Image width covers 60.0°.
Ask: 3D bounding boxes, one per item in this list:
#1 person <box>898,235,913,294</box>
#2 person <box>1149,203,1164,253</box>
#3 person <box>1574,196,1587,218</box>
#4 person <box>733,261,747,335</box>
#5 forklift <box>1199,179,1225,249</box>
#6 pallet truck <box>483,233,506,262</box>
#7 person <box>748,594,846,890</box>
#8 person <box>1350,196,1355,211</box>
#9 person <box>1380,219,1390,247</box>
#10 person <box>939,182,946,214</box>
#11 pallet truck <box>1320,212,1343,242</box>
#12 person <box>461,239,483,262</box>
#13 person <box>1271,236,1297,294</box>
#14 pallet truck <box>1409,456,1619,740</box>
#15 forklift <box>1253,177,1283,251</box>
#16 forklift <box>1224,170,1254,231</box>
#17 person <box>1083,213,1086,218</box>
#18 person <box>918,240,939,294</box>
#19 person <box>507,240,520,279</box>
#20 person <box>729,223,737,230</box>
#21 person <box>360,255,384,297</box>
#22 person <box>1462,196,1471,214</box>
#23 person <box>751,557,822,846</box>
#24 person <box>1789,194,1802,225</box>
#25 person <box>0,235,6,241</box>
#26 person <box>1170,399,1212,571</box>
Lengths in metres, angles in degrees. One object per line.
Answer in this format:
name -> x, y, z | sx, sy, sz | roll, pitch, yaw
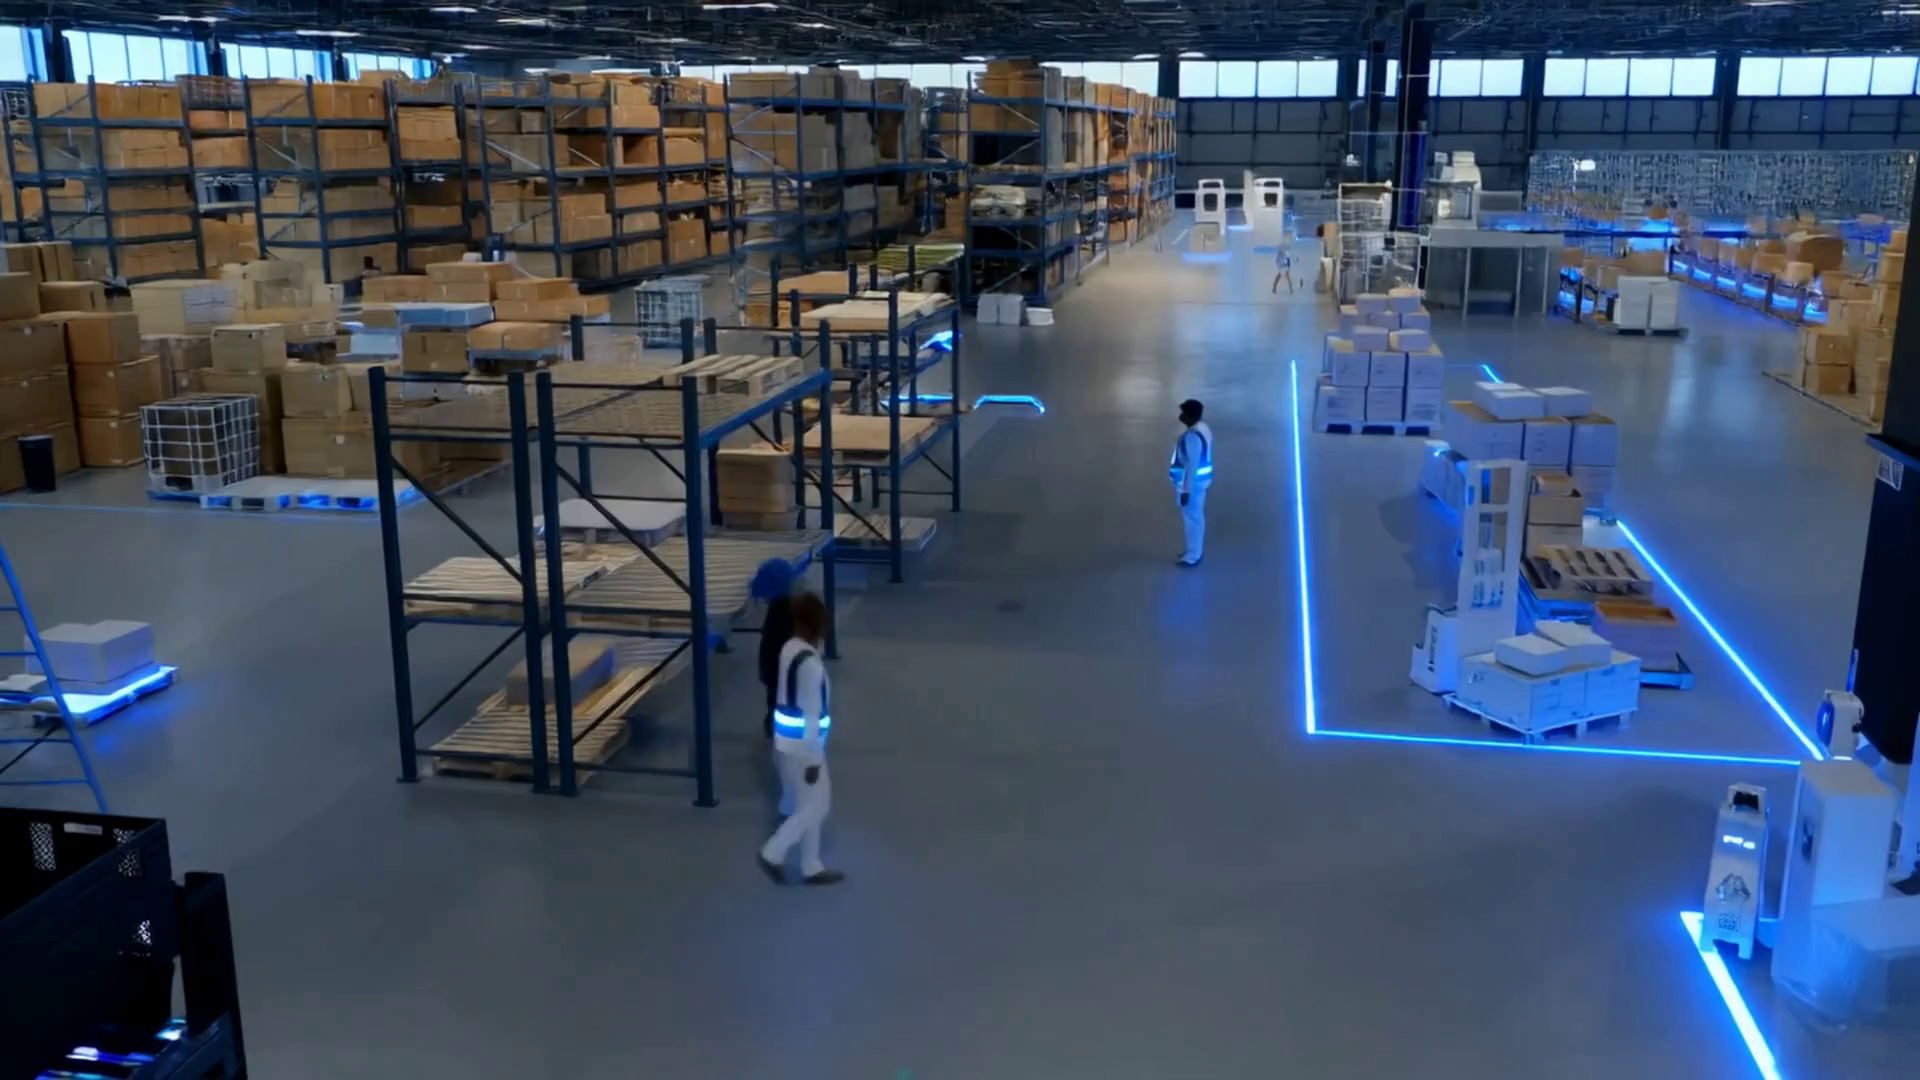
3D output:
person -> -1.391, -7.501, 45.778 | 0.647, 1.859, 0.987 | 4, 14, 16
person -> 7.547, -12.021, 64.018 | 0.650, 1.904, 0.401 | -10, 17, -34
person -> 26.907, -14.015, 72.226 | 0.569, 1.847, 0.377 | -3, 14, -12
person -> -5.069, -5.577, 38.286 | 0.318, 1.697, 0.535 | 0, 14, -1
forklift -> 9.391, -12.113, 62.381 | 1.129, 2.768, 1.873 | 3, 14, 10
pallet truck -> -11.832, -7.026, 43.548 | 1.885, 1.965, 0.823 | 8, 16, 28
person -> -1.026, 1.258, 10.209 | 0.521, 1.852, 0.641 | -5, 15, -20
person -> 20.654, -17.768, 87.708 | 0.485, 1.735, 0.346 | -11, 18, -38
person -> 17.373, -12.658, 66.632 | 0.968, 1.904, 0.615 | 8, 16, 30
person -> -0.870, -19.116, 93.028 | 0.599, 1.803, 0.719 | -12, 18, -39
pallet truck -> 15.874, -13.227, 70.310 | 0.680, 1.201, 1.601 | 10, 17, 35
person -> -12.429, -6.675, 42.281 | 0.795, 1.926, 0.603 | 9, 16, 31
person -> 9.349, -7.933, 47.923 | 0.857, 1.648, 0.544 | -9, 17, -34
pallet truck -> 4.504, 0.400, 13.395 | 0.823, 1.965, 1.885 | -6, 15, -23
forklift -> 12.083, -12.747, 64.956 | 1.129, 2.768, 1.873 | 3, 14, 10
forklift -> 13.263, -15.723, 77.039 | 1.873, 2.768, 1.129 | 4, 14, 14
person -> 5.787, -15.449, 77.922 | 0.411, 1.913, 0.643 | -9, 16, -32
person -> -0.804, -6.689, 42.409 | 0.559, 1.886, 1.020 | 0, 14, 1
person -> -11.374, -6.634, 42.163 | 0.696, 1.904, 0.654 | -4, 14, -15
person -> -9.395, -13.008, 68.339 | 0.525, 1.752, 0.455 | 2, 14, 7
person -> -13.085, -5.413, 37.210 | 0.778, 1.901, 0.598 | 11, 18, 39
person -> 22.115, -14.207, 73.040 | 0.590, 1.834, 0.404 | 5, 15, 18
person -> -1.128, 1.028, 10.967 | 0.414, 1.948, 0.721 | 1, 14, 2
person -> 37.397, -14.569, 74.542 | 0.447, 1.823, 0.596 | 13, 19, 43
person -> -25.223, -7.060, 43.804 | 1.003, 1.950, 0.610 | 1, 14, 5
person -> 2.451, -0.584, 17.713 | 0.430, 1.845, 0.620 | 5, 15, 18
